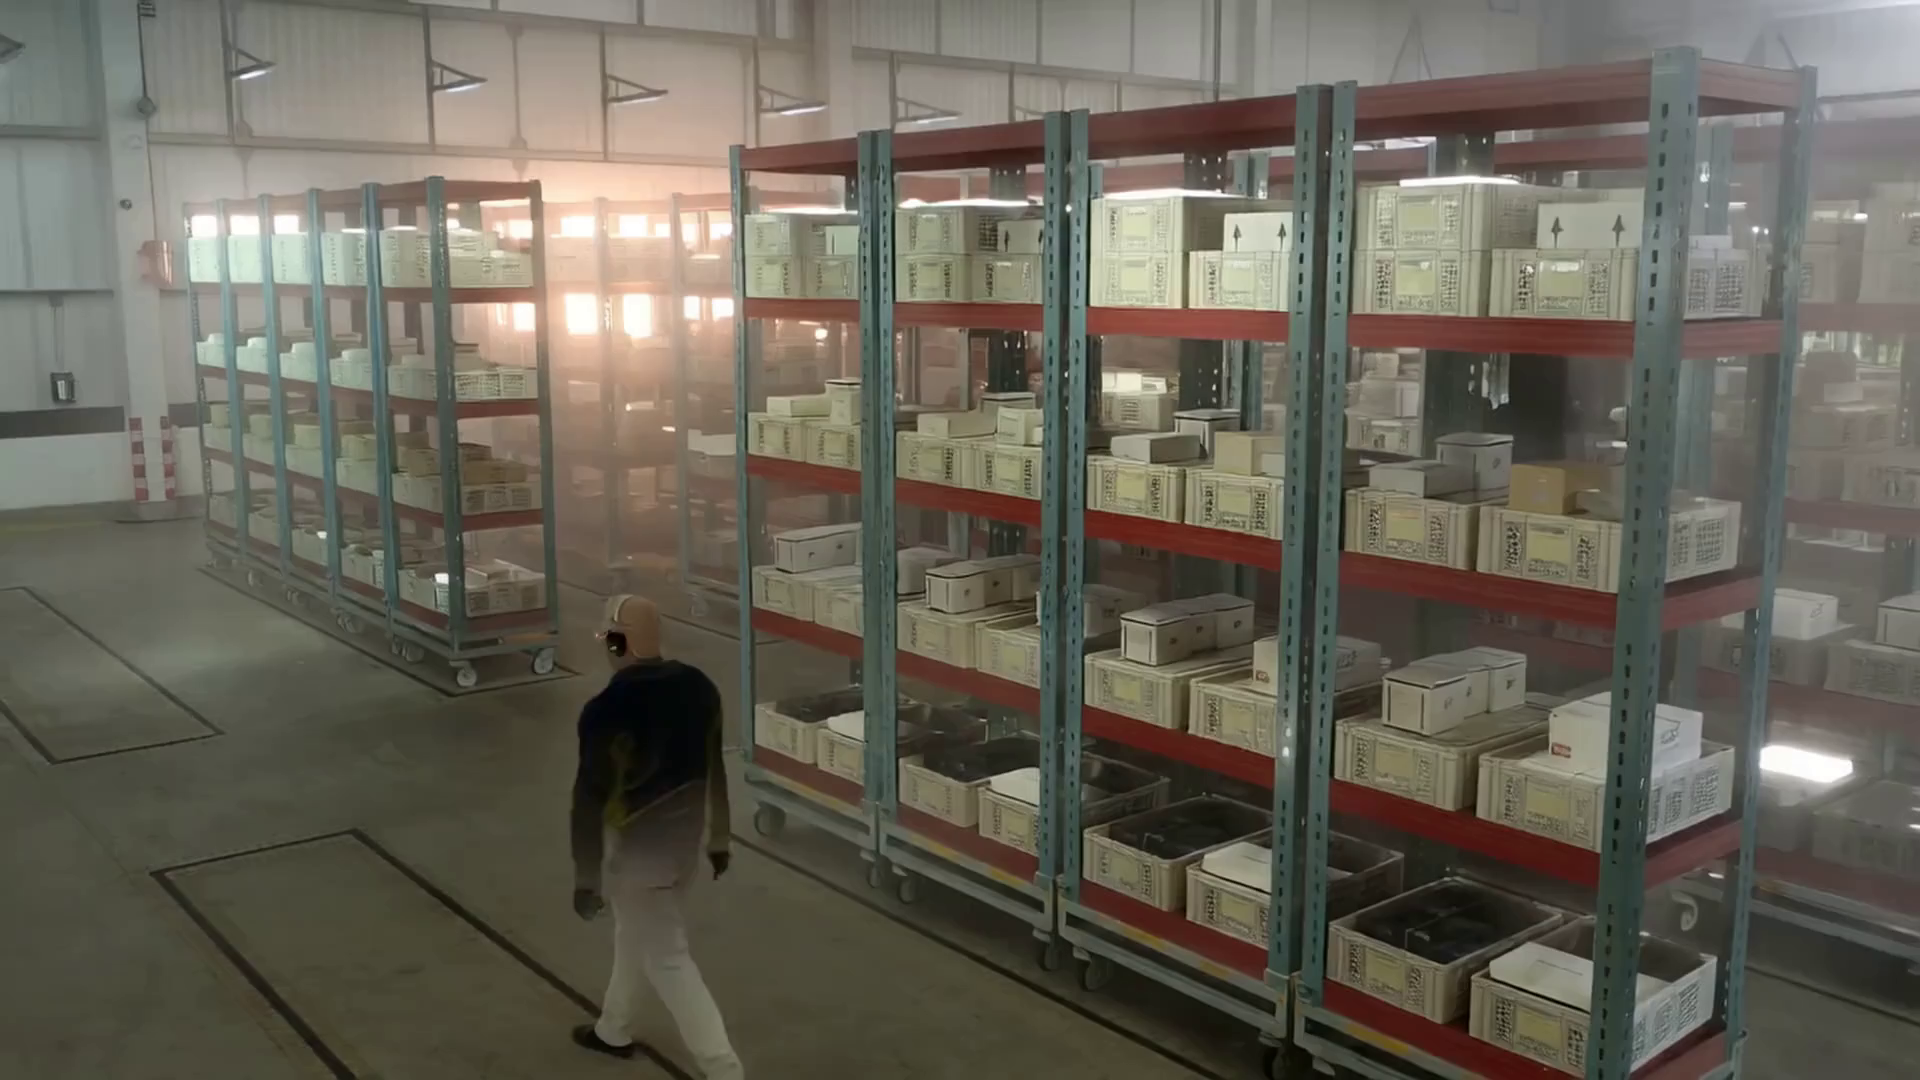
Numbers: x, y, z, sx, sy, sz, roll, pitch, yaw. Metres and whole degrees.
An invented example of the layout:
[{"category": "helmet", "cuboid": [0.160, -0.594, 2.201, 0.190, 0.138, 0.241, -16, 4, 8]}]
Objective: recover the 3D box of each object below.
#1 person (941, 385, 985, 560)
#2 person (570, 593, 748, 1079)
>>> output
[{"category": "person", "cuboid": [0.023, -0.325, 14.199, 0.379, 1.996, 0.611, -6, 11, -32]}, {"category": "person", "cuboid": [-1.102, 1.111, 6.007, 0.994, 1.857, 0.651, 6, 11, 30]}]
